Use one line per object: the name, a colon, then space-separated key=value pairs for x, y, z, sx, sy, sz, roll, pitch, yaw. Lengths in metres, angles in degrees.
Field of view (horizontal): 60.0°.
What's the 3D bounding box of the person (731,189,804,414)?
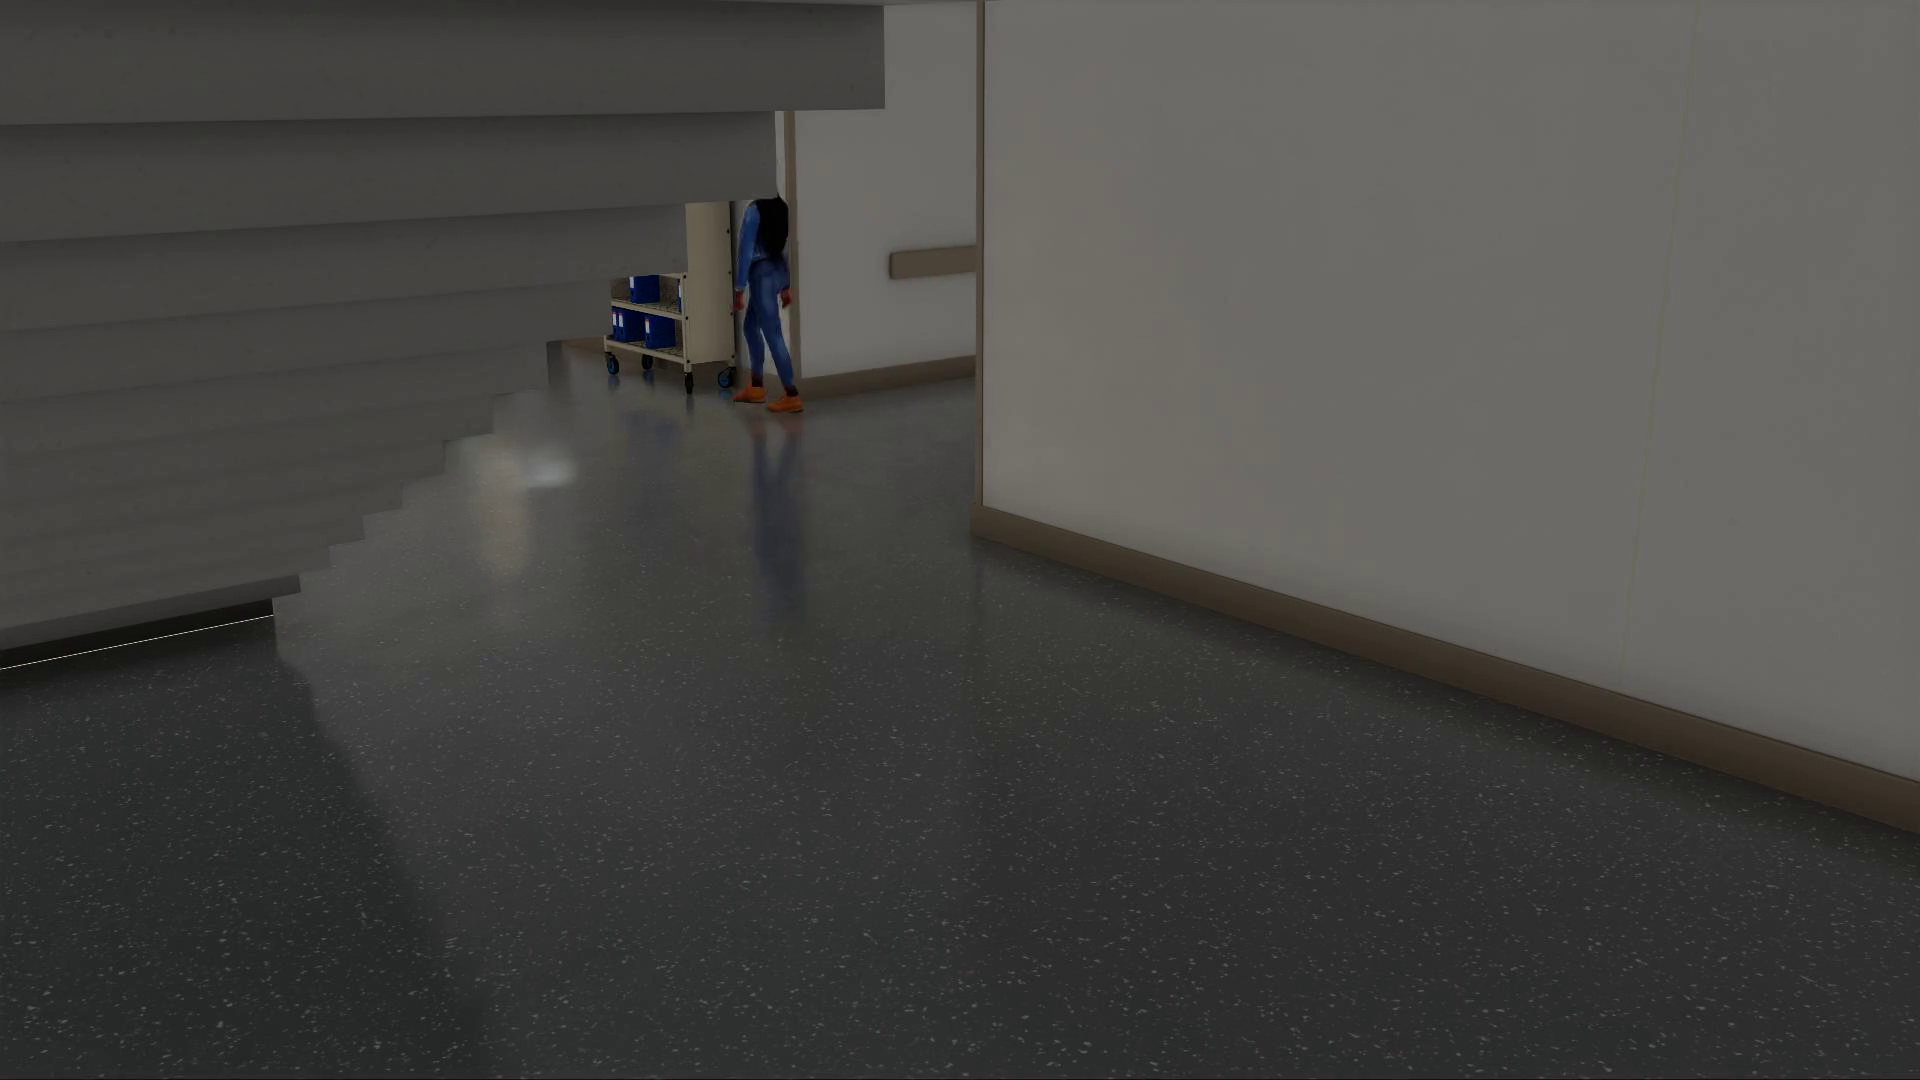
person: x=-1.215 y=-1.684 z=11.222 sx=0.950 sy=1.694 sz=0.857 roll=6 pitch=17 yaw=19
